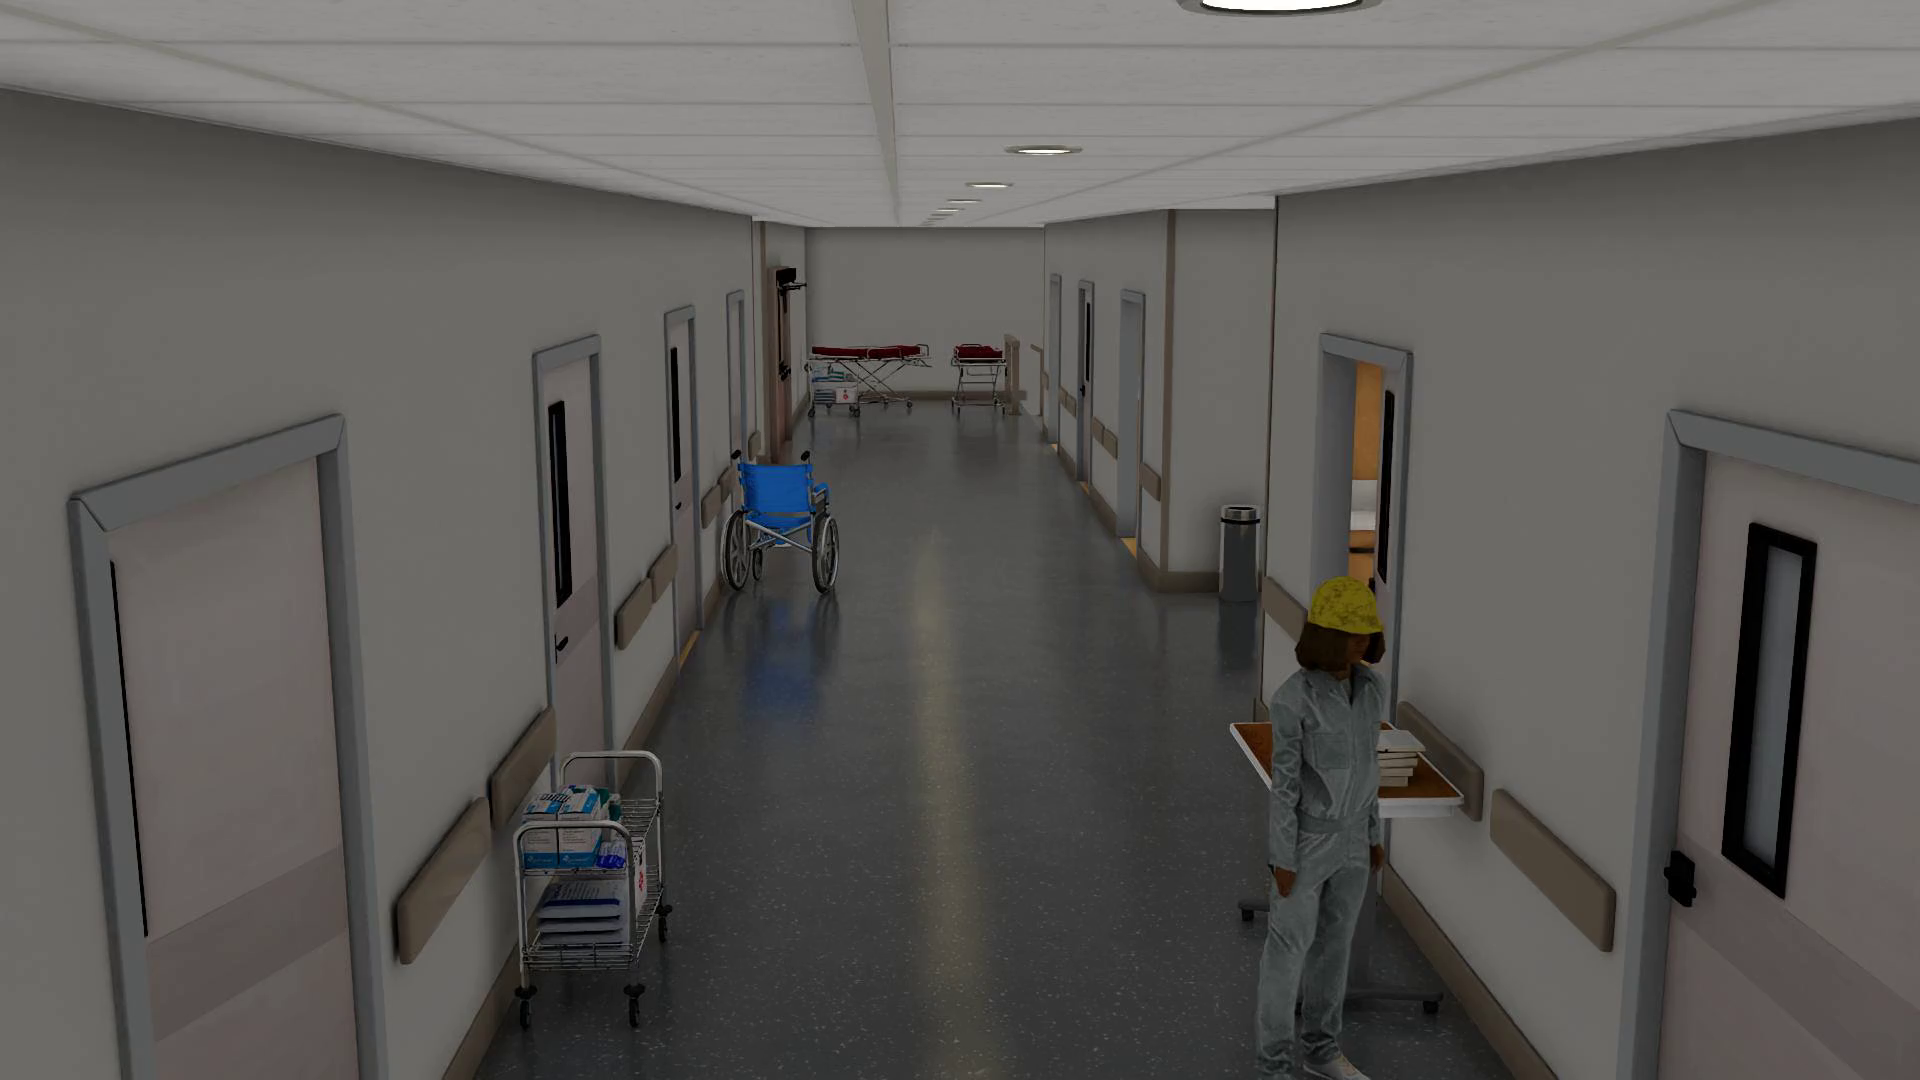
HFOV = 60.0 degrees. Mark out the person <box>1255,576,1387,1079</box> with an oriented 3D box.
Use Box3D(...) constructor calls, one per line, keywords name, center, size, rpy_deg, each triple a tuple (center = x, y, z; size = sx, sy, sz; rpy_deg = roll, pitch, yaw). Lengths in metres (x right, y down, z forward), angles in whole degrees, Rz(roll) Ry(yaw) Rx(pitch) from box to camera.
Box3D(name="person", center=(1.182, 0.968, 5.297), size=(0.489, 1.743, 0.322), rpy_deg=(-7, 13, -35))
